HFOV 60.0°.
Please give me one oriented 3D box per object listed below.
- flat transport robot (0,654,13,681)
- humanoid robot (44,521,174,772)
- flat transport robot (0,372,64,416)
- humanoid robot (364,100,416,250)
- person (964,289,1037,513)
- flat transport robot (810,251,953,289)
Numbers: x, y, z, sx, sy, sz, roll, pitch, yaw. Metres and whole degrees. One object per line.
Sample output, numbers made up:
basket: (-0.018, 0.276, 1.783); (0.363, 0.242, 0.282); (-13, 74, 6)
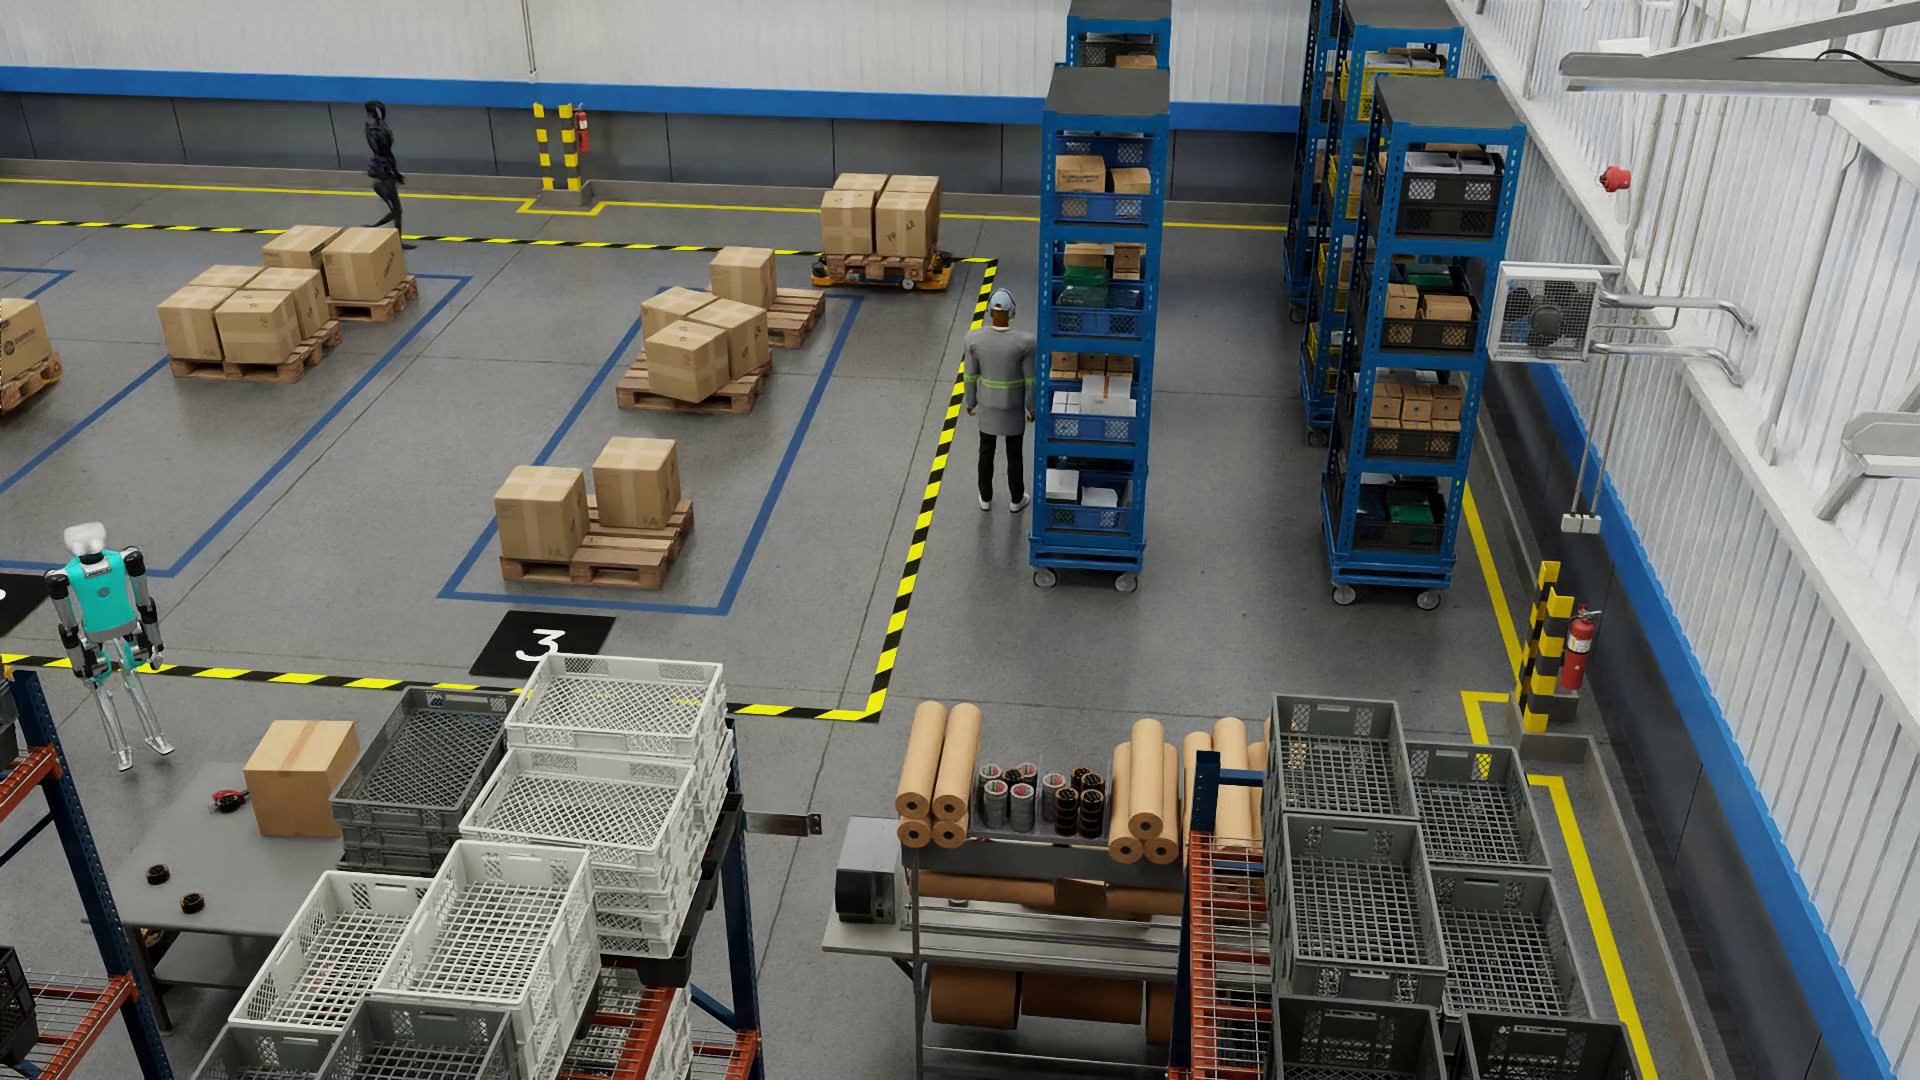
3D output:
flat transport robot: (-7.142, 0.969, 11.010); (1.431, 0.231, 0.659); (3, 30, 6)
humanoid robot: (-5.162, 0.585, 10.080); (0.533, 1.672, 0.735); (-22, 37, -32)
flat transport robot: (-8.745, -1.293, 14.867); (0.652, 0.197, 1.431); (3, 30, 6)
humanoid robot: (-6.323, -3.961, 18.086); (0.560, 1.632, 0.601); (-2, 30, -4)
person: (0.327, -1.080, 12.959); (0.587, 1.848, 0.397); (6, 31, 10)
flat transport robot: (-0.823, -2.887, 17.605); (1.431, 0.197, 0.652); (3, 30, 6)
